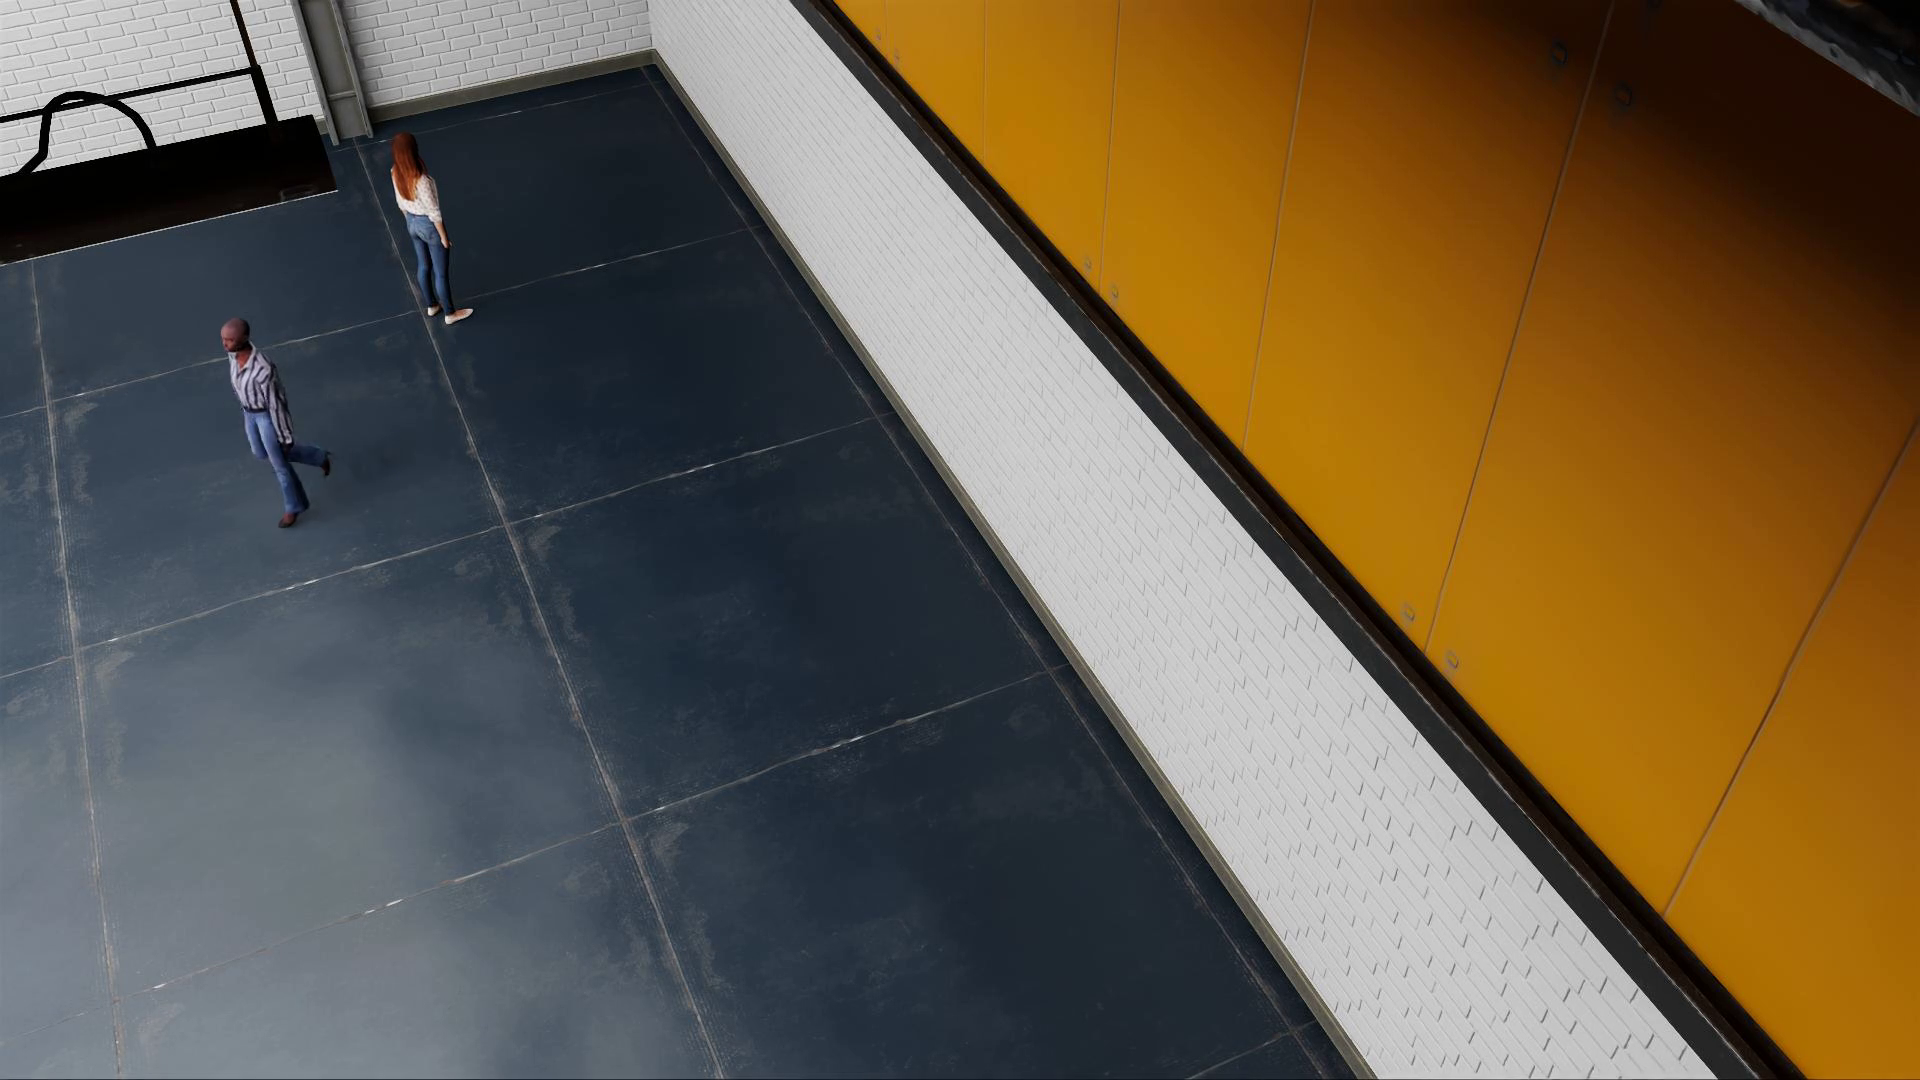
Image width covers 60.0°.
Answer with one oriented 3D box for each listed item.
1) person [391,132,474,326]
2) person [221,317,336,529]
[{"bbox_3d":[-4.413,-2.578,13.711,0.653,1.728,0.655,26,49,25],"label":"person"},{"bbox_3d":[-4.876,-0.892,11.903,0.838,1.779,0.963,30,51,28],"label":"person"}]
